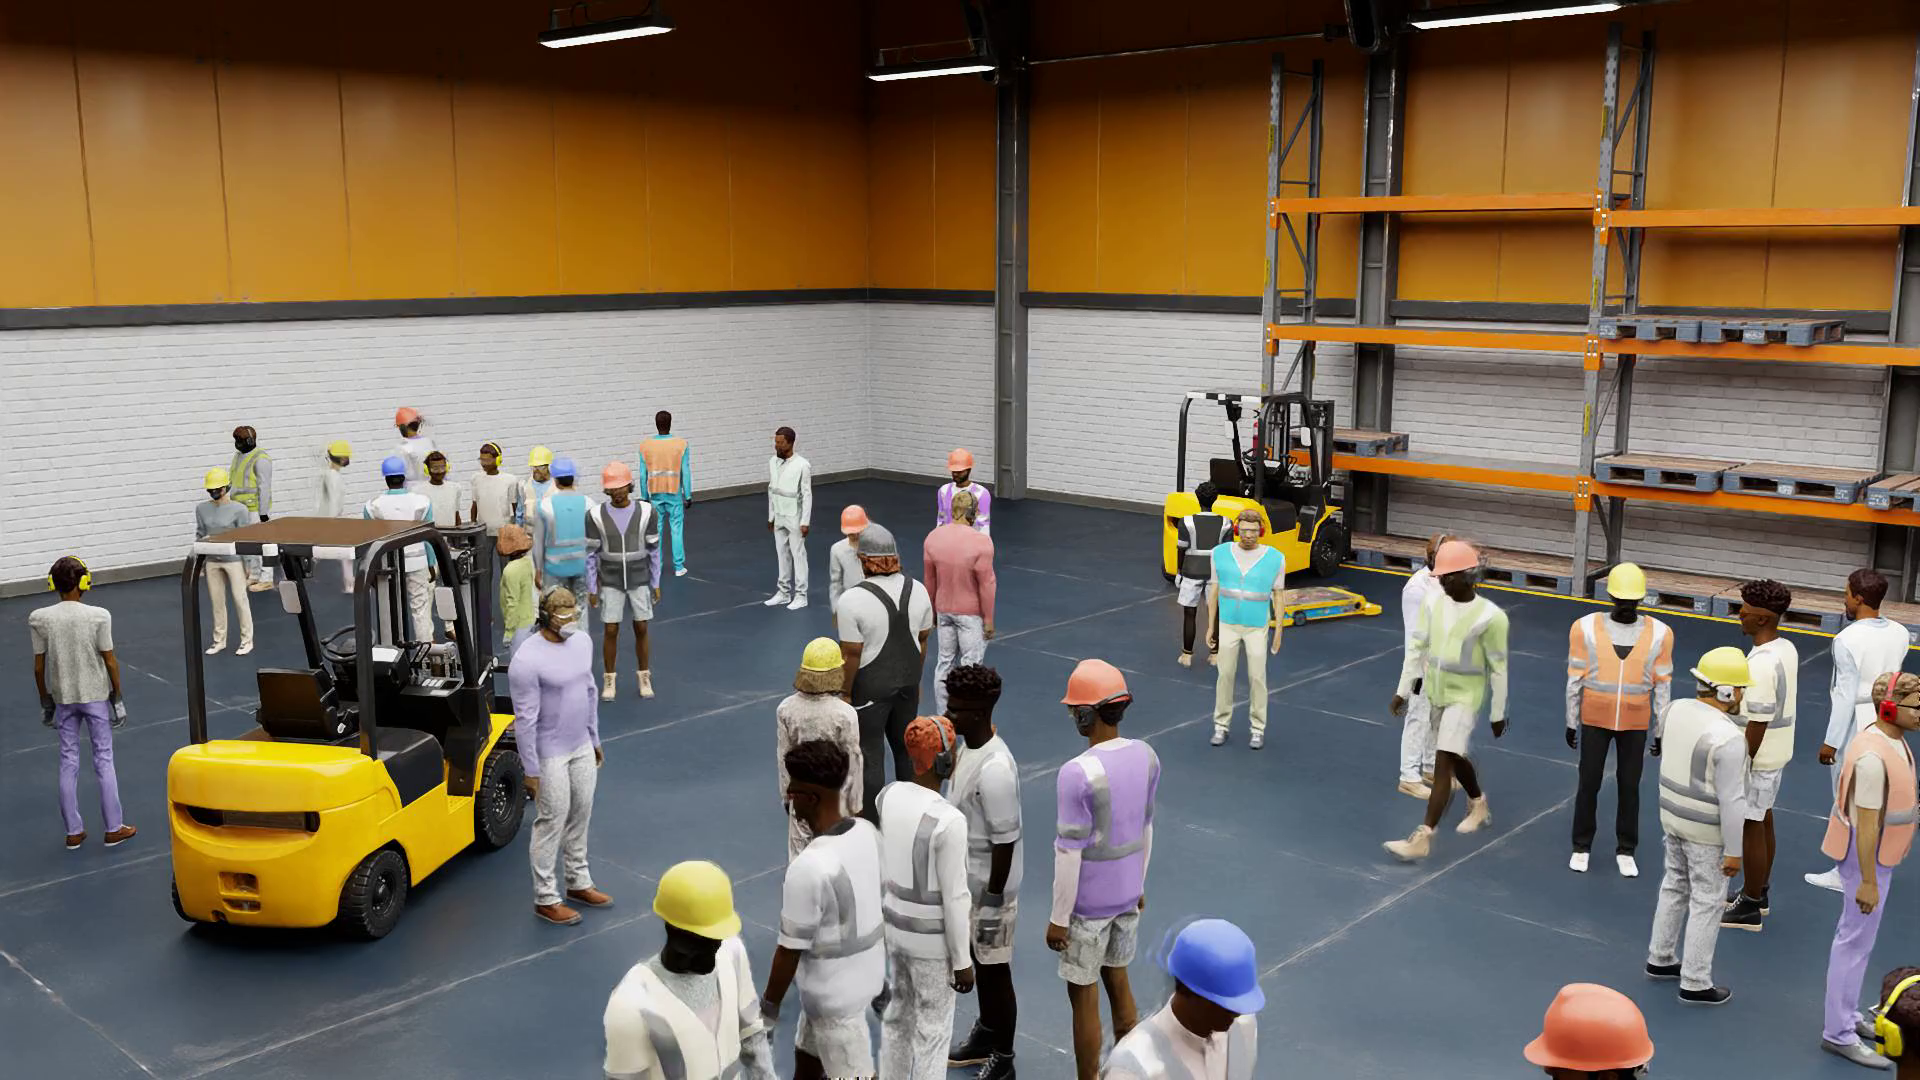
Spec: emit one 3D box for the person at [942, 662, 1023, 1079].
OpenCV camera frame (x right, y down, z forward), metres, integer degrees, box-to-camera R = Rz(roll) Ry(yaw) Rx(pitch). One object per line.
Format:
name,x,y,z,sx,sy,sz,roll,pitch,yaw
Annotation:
person,0.095,1.503,7.399,0.369,1.965,0.609,-2,10,-9

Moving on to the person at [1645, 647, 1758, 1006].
person,3.711,1.419,8.306,0.403,1.817,0.602,-2,10,-10

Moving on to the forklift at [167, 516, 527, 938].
forklift,-3.583,0.976,9.748,1.214,2.155,2.313,2,10,11

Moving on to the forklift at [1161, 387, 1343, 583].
forklift,3.298,-0.608,18.767,1.214,2.155,2.313,9,13,42

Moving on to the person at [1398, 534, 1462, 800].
person,3.278,0.860,11.440,0.623,1.835,0.429,-9,13,-42

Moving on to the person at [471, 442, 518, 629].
person,-4.613,-0.039,16.476,0.517,1.865,0.327,1,10,4

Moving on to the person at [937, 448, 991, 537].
person,0.021,0.104,15.474,0.545,1.929,0.387,5,11,28

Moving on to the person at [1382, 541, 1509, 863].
person,3.069,0.980,10.402,1.108,1.960,0.605,-6,12,-31

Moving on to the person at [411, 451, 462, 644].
person,-4.939,0.074,15.809,0.521,1.870,0.319,-8,13,-40

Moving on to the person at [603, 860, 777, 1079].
person,-0.831,1.914,5.304,0.495,1.895,0.606,5,11,28

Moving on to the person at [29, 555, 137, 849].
person,-5.516,1.018,10.457,0.507,1.865,0.329,-2,10,-9

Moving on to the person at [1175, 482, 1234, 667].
person,2.198,0.317,14.954,0.539,1.686,0.321,-1,10,-7

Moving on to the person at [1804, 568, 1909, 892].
person,5.277,1.118,9.729,0.597,1.916,0.371,-6,12,-30

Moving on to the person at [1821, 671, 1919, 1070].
person,4.237,1.500,7.758,0.384,1.845,0.565,7,12,34

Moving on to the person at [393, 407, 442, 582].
person,-6.037,-0.468,18.470,0.481,2.015,0.614,4,11,22

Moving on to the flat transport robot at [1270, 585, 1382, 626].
flat transport robot,3.538,0.666,16.988,1.431,0.197,0.652,-5,11,-26

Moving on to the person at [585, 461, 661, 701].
person,-2.789,0.348,13.812,0.612,2.033,0.445,-2,10,-12

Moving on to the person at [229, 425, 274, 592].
person,-7.815,-0.352,18.353,0.624,1.837,0.429,9,13,41

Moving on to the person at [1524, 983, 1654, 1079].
person,1.630,2.064,4.323,0.390,1.925,0.550,5,11,24

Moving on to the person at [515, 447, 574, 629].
person,-4.098,-0.016,16.430,0.599,1.830,0.404,1,10,5

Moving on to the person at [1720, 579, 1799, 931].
person,4.410,1.181,9.229,0.367,1.966,0.605,7,12,36

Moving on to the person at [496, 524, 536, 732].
person,-3.464,0.683,13.014,0.280,1.633,0.503,0,10,0

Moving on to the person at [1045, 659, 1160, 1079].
person,0.587,1.515,7.168,0.407,2.029,0.612,9,13,41

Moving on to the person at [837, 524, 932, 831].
person,-0.539,0.901,10.614,0.684,2.000,0.536,-8,13,-38

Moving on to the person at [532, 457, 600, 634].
person,-3.478,0.226,14.771,0.640,1.926,0.440,-5,11,-25

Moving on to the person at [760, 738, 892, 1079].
person,-0.537,1.704,6.402,0.984,1.912,0.619,3,10,18

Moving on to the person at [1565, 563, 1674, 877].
person,3.939,1.076,9.974,0.589,1.918,0.400,3,10,17

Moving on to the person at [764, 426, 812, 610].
person,-1.783,-0.236,17.445,0.589,1.917,0.398,9,13,42

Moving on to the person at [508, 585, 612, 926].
person,-2.244,1.188,9.309,0.367,1.927,0.639,5,11,24

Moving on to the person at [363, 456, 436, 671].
person,-4.963,0.223,14.776,0.604,1.939,0.415,-4,11,-21

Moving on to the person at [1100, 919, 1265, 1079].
person,0.717,1.991,4.775,0.619,1.903,0.859,-7,12,-36

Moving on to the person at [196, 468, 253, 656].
person,-6.817,0.203,15.407,0.527,1.760,0.337,1,10,8

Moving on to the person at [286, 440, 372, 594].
person,-6.887,-0.226,17.955,0.840,1.716,0.531,-2,10,-14

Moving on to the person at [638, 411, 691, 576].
person,-3.389,-0.530,19.146,0.587,1.911,0.397,0,10,1

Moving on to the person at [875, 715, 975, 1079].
person,-0.147,1.645,6.867,0.349,1.877,0.574,-6,12,-32

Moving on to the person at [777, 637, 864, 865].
person,-0.723,1.368,8.800,0.491,1.744,0.295,4,11,23

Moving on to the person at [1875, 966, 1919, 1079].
person,2.530,2.066,4.509,0.512,1.861,0.325,-2,10,-11

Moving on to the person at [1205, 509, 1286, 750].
person,2.160,0.660,12.580,0.580,1.832,0.403,4,11,20

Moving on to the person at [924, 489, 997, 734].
person,0.007,0.575,12.783,0.629,1.932,0.378,7,12,36
